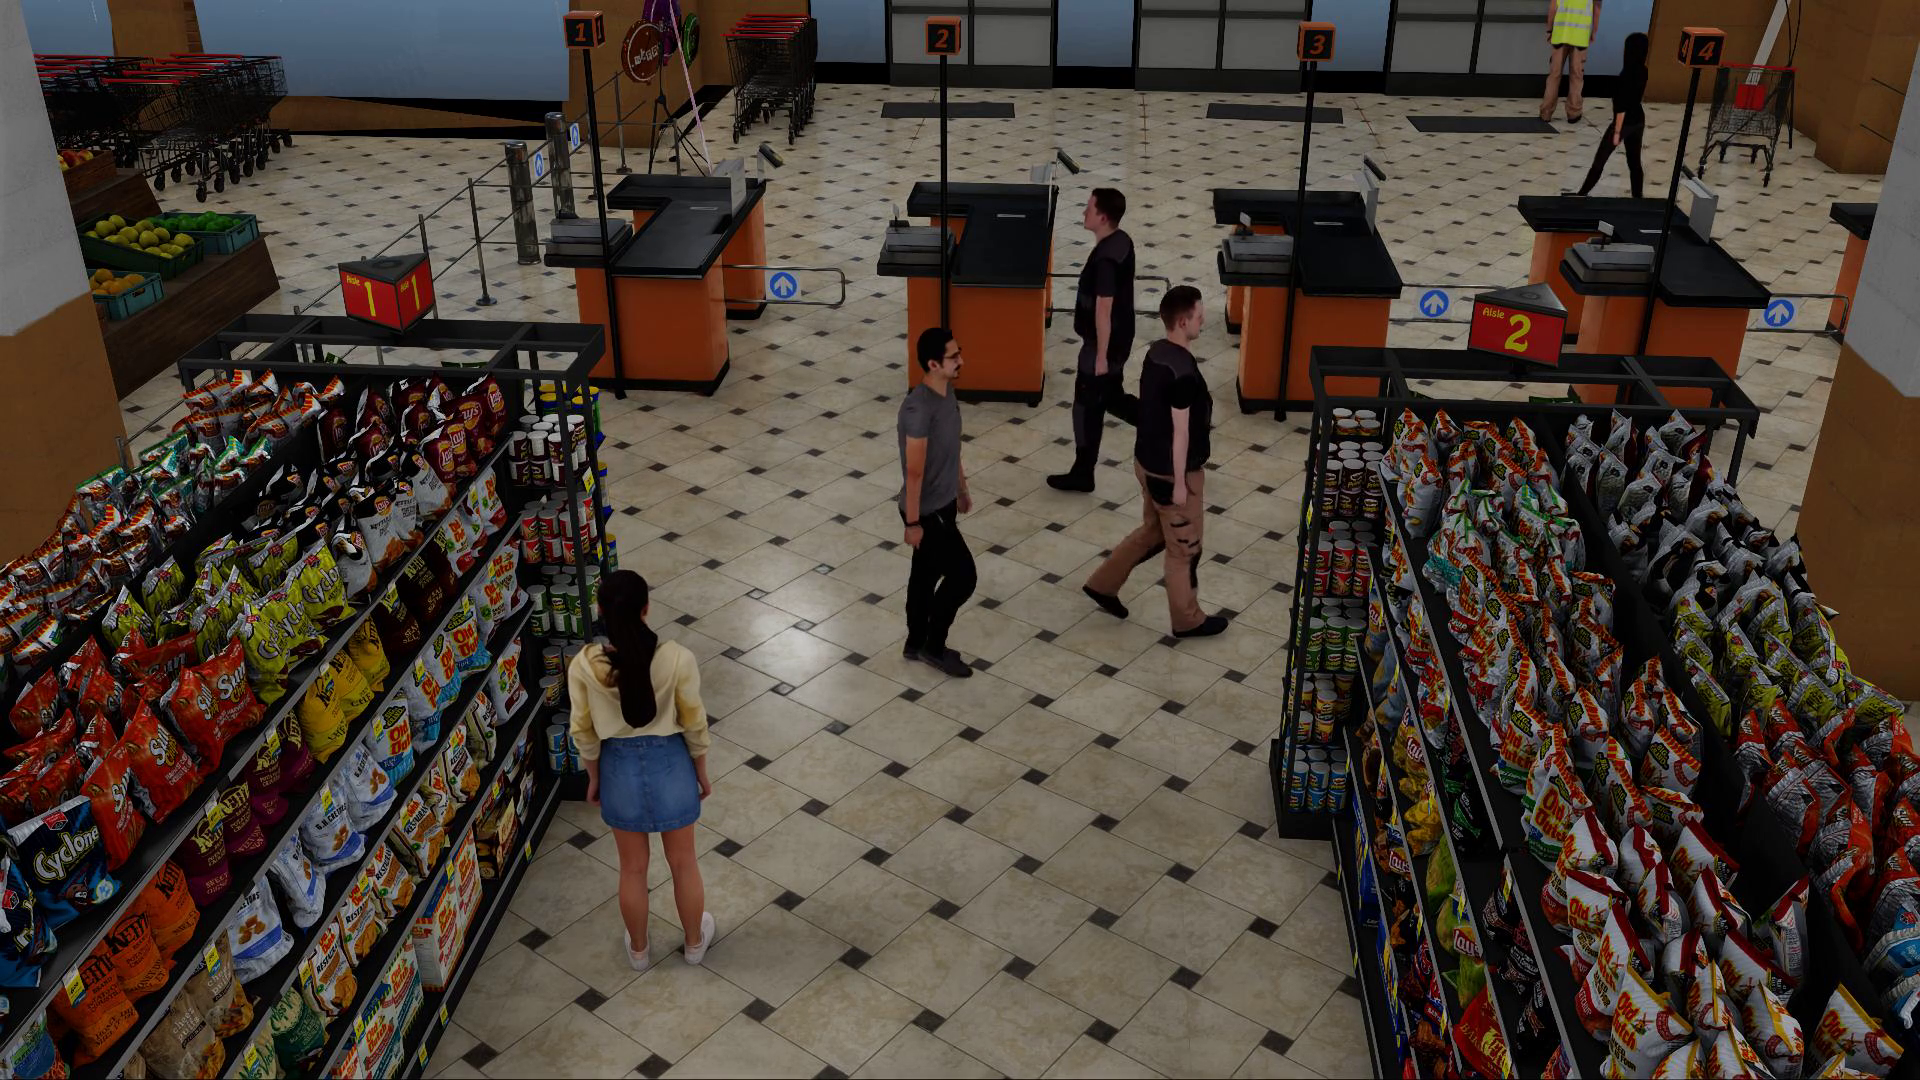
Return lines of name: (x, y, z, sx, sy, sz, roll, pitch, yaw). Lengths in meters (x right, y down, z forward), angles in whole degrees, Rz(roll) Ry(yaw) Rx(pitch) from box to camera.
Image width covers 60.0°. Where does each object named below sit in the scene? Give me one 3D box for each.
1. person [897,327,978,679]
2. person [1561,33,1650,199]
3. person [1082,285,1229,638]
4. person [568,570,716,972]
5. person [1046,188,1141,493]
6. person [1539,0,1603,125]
person: (-0.212, -0.172, 7.887, 0.755, 1.743, 0.604, 5, 27, 10)
person: (6.077, -3.694, 14.974, 0.933, 1.614, 1.036, -18, 32, -31)
person: (0.943, -0.363, 8.168, 0.859, 1.831, 0.966, -3, 27, -5)
person: (-1.132, 0.849, 5.995, 0.681, 1.633, 0.619, -3, 27, -6)
person: (0.936, -1.124, 9.672, 0.832, 1.826, 1.000, 4, 27, 9)
person: (6.763, -5.566, 18.411, 0.785, 1.845, 0.803, 10, 28, 18)
